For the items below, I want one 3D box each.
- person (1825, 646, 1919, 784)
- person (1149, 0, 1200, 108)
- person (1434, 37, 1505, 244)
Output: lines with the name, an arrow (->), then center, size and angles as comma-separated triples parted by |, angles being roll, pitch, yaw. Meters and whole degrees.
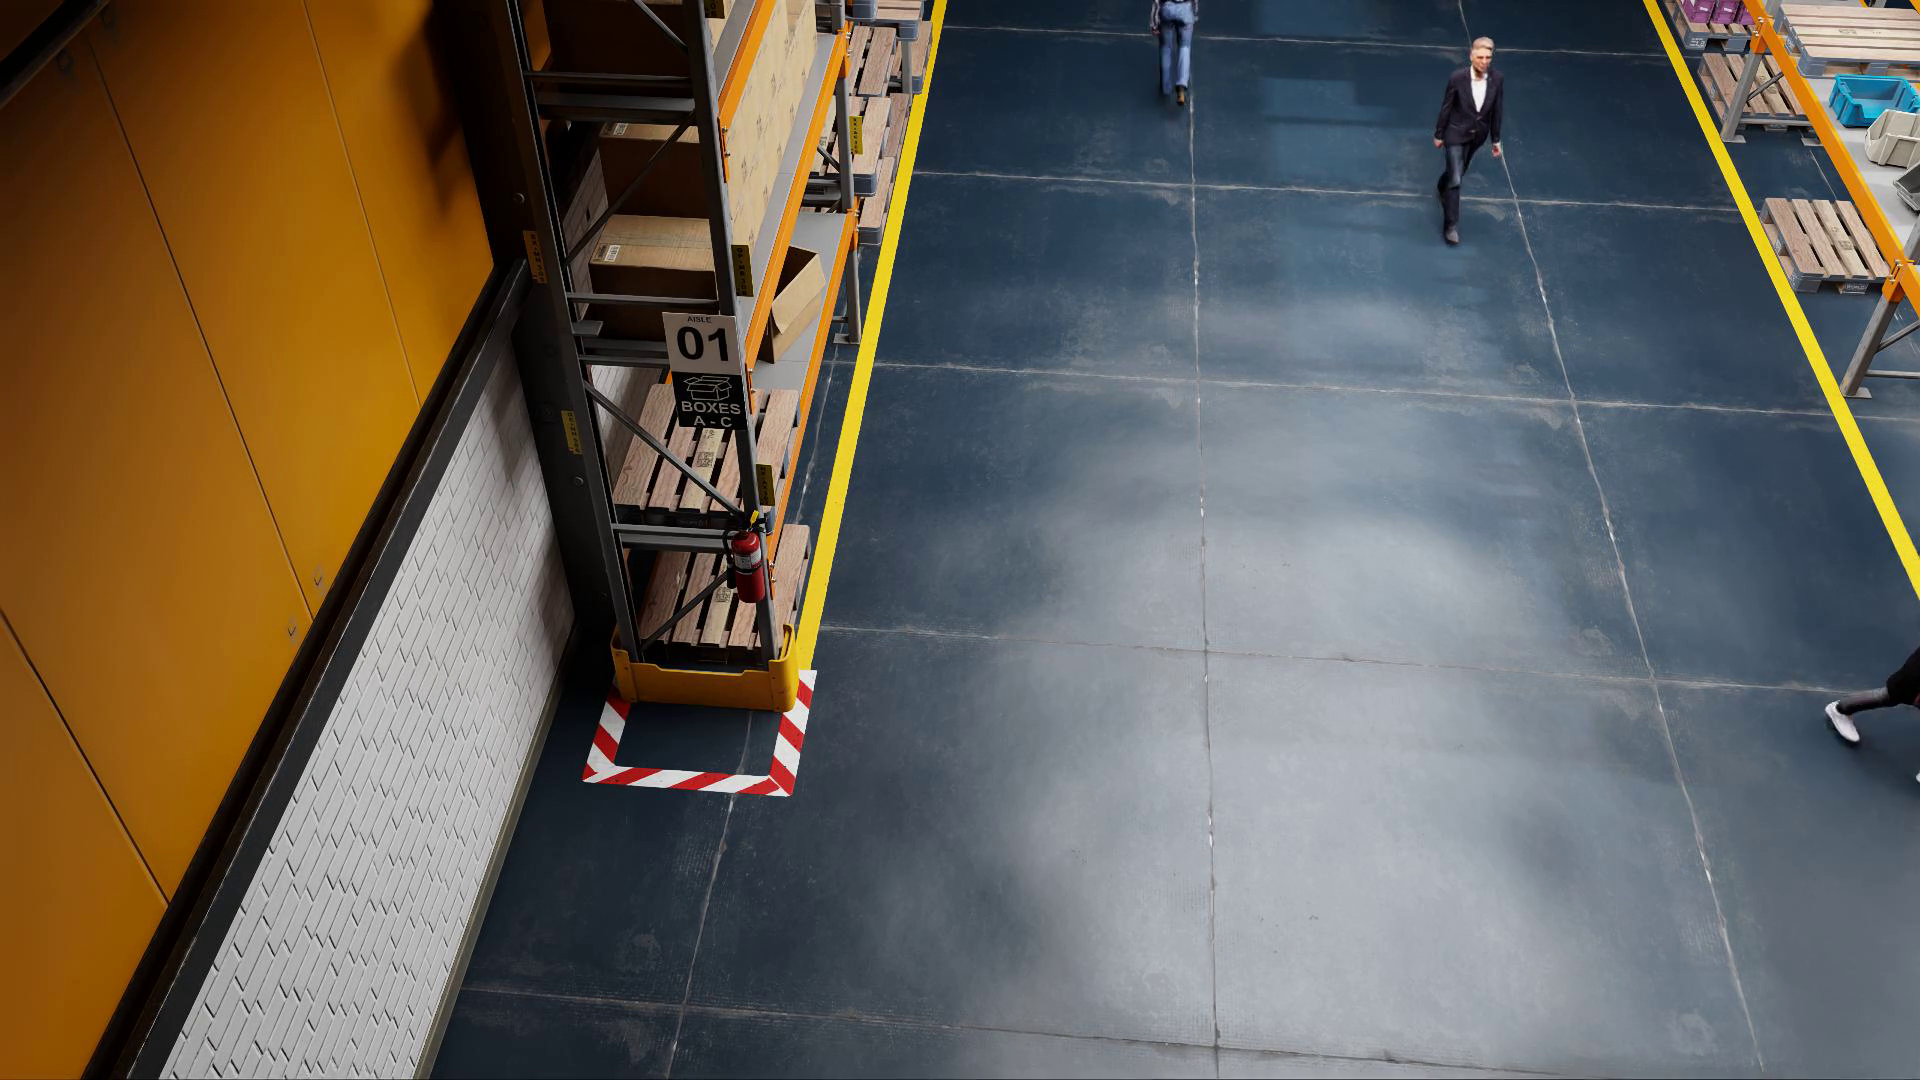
person -> 5.885, 0.747, 10.176 | 1.078, 1.716, 1.267 | -20, 47, -19
person -> 2.120, -5.031, 16.198 | 0.697, 1.776, 0.946 | -1, 44, -1
person -> 4.483, -3.644, 14.741 | 0.816, 1.777, 1.211 | -3, 44, -3
